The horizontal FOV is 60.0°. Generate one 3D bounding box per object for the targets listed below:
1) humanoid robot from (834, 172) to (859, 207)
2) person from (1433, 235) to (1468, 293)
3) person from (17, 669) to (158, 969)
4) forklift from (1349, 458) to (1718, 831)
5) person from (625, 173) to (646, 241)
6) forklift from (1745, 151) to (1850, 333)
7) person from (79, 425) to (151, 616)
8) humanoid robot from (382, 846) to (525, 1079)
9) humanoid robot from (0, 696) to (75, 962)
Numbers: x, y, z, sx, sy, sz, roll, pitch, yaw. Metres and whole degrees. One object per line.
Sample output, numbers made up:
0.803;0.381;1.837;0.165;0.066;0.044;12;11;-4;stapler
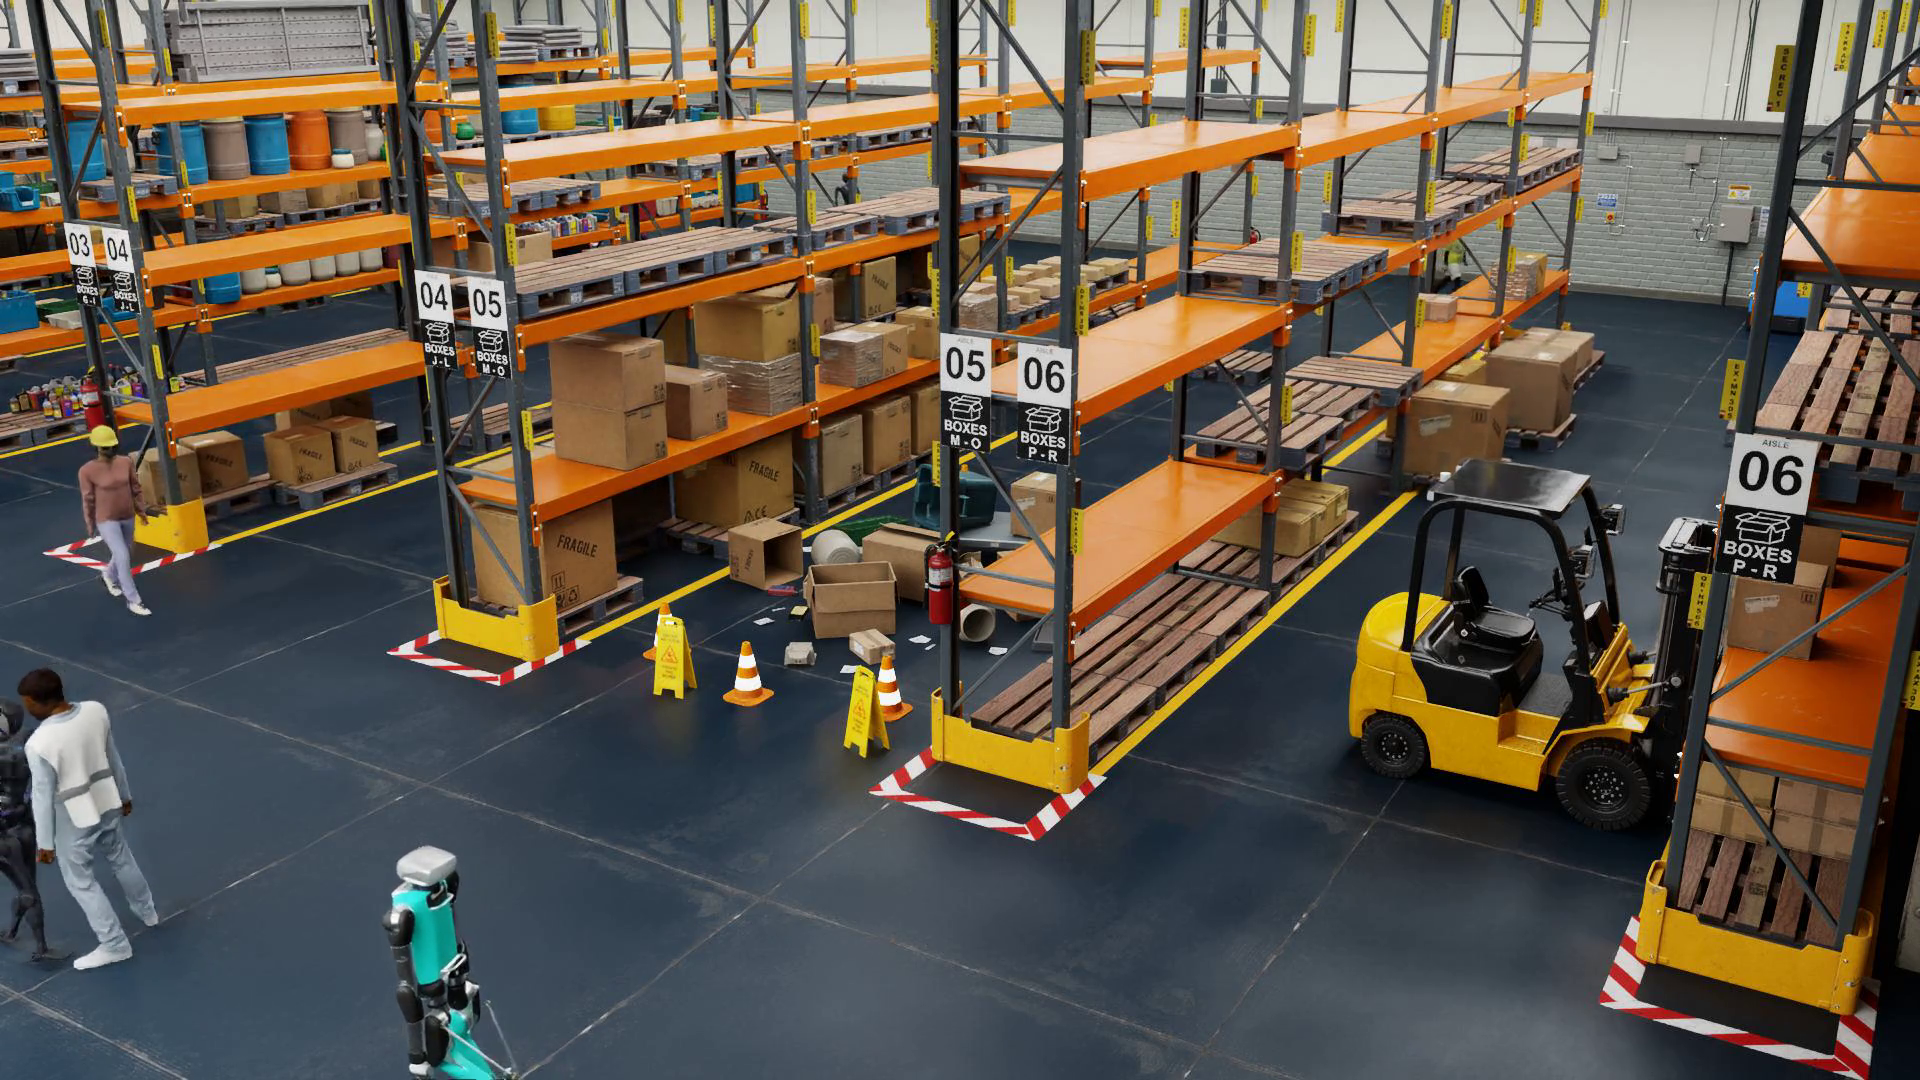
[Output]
-2.236;-6.580;33.494;0.590;1.637;0.588;-9;21;-25;humanoid robot
8.307;-4.727;28.145;0.840;1.658;0.528;14;24;36;person
-5.037;1.560;9.642;0.434;1.880;0.799;4;20;13;person
3.988;0.658;11.776;2.313;2.155;1.214;11;22;29;forklift
-6.401;-6.388;32.756;0.518;1.784;0.655;-1;19;-2;person
13.620;-4.667;26.137;1.873;2.768;1.129;11;22;29;forklift
-7.651;-0.218;15.009;0.811;1.739;0.531;11;22;29;person
-2.260;2.285;7.783;0.884;1.776;0.581;3;19;9;humanoid robot
-5.496;1.679;9.649;0.535;1.650;0.611;3;19;7;humanoid robot
